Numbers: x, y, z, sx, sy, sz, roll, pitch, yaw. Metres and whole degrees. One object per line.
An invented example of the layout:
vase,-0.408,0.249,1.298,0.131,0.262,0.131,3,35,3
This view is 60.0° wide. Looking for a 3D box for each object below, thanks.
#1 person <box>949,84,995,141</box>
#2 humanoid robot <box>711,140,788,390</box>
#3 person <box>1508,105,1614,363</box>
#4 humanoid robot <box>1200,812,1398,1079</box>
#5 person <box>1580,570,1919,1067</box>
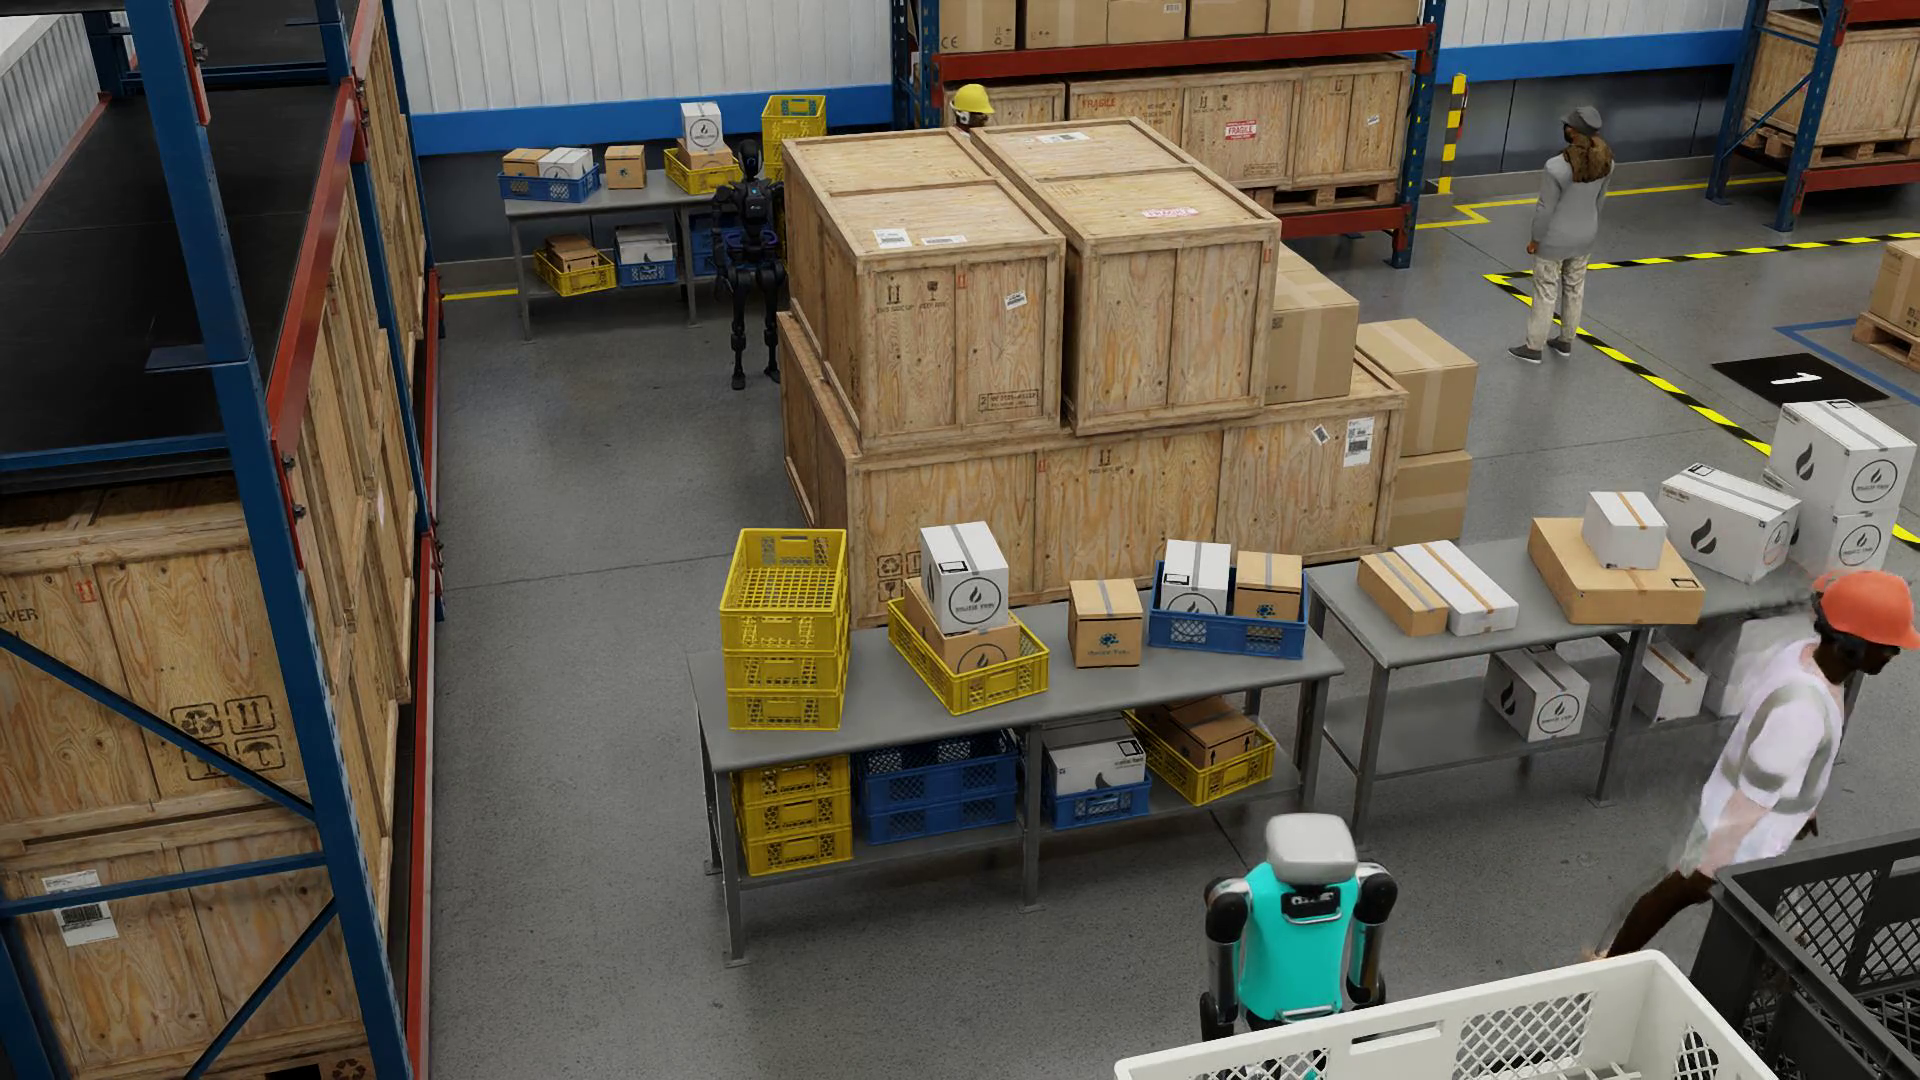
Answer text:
person,0.053,-2.259,11.598,0.404,1.828,0.591,-4,29,-7
humanoid robot,-1.340,-1.808,10.922,0.599,1.657,0.315,-10,30,-17
person,4.120,-2.067,11.311,0.571,1.769,0.397,-13,31,-22
humanoid robot,0.968,1.602,4.582,0.530,1.691,0.737,-5,29,-9
person,2.772,0.972,5.576,1.084,1.971,0.626,13,32,23
